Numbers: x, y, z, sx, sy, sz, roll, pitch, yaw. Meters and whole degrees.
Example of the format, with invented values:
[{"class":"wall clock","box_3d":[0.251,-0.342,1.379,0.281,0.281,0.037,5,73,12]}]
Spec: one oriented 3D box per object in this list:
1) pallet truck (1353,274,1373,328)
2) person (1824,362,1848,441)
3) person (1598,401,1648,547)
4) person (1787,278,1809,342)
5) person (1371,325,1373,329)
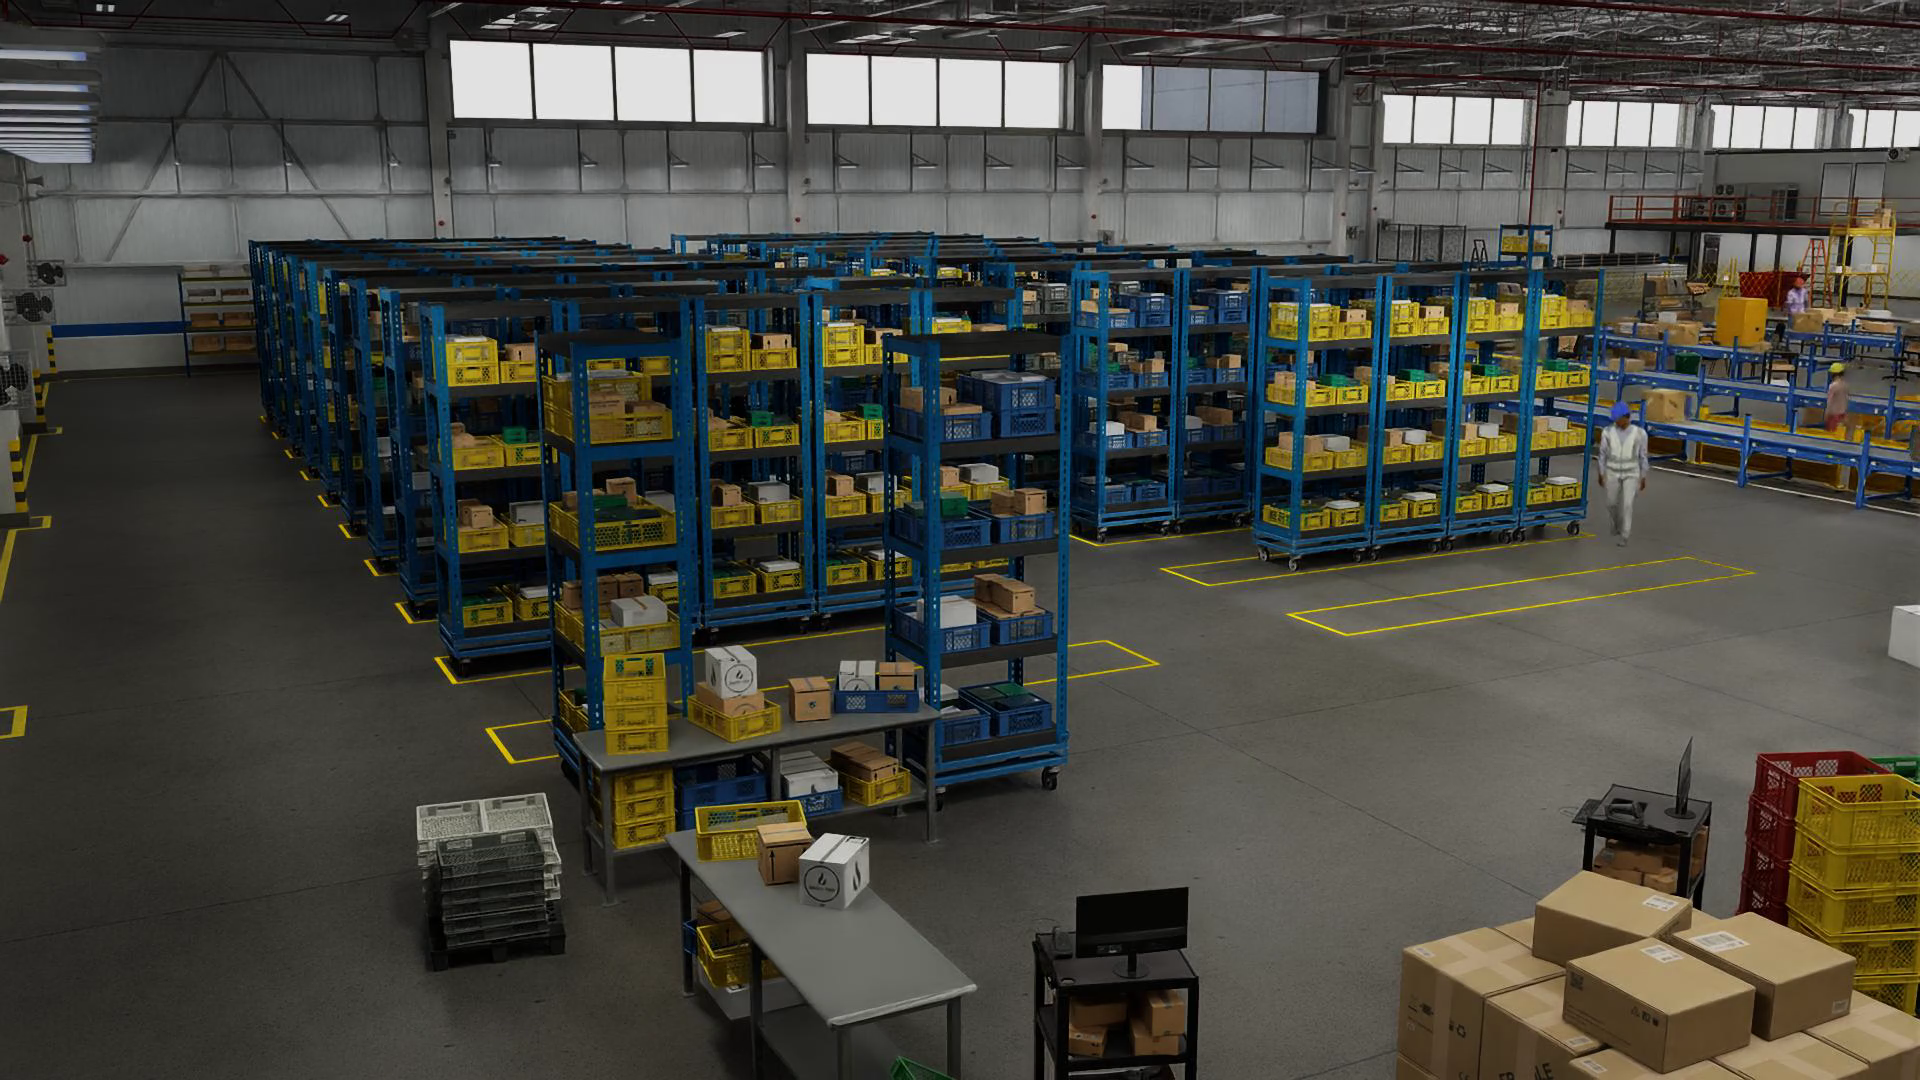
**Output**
[{"class":"pallet truck","box_3d":[13.011,-8.050,55.243,0.823,1.965,1.885,-7,14,-28]},{"class":"person","box_3d":[14.943,-2.147,28.257,0.529,1.739,0.795,-10,15,-38]},{"class":"person","box_3d":[8.727,-0.885,21.902,0.632,1.922,0.592,7,14,31]},{"class":"person","box_3d":[24.872,-6.765,49.310,0.687,1.960,1.030,1,12,6]},{"class":"person","box_3d":[12.829,-7.317,52.168,0.656,1.856,1.011,6,13,26]}]
